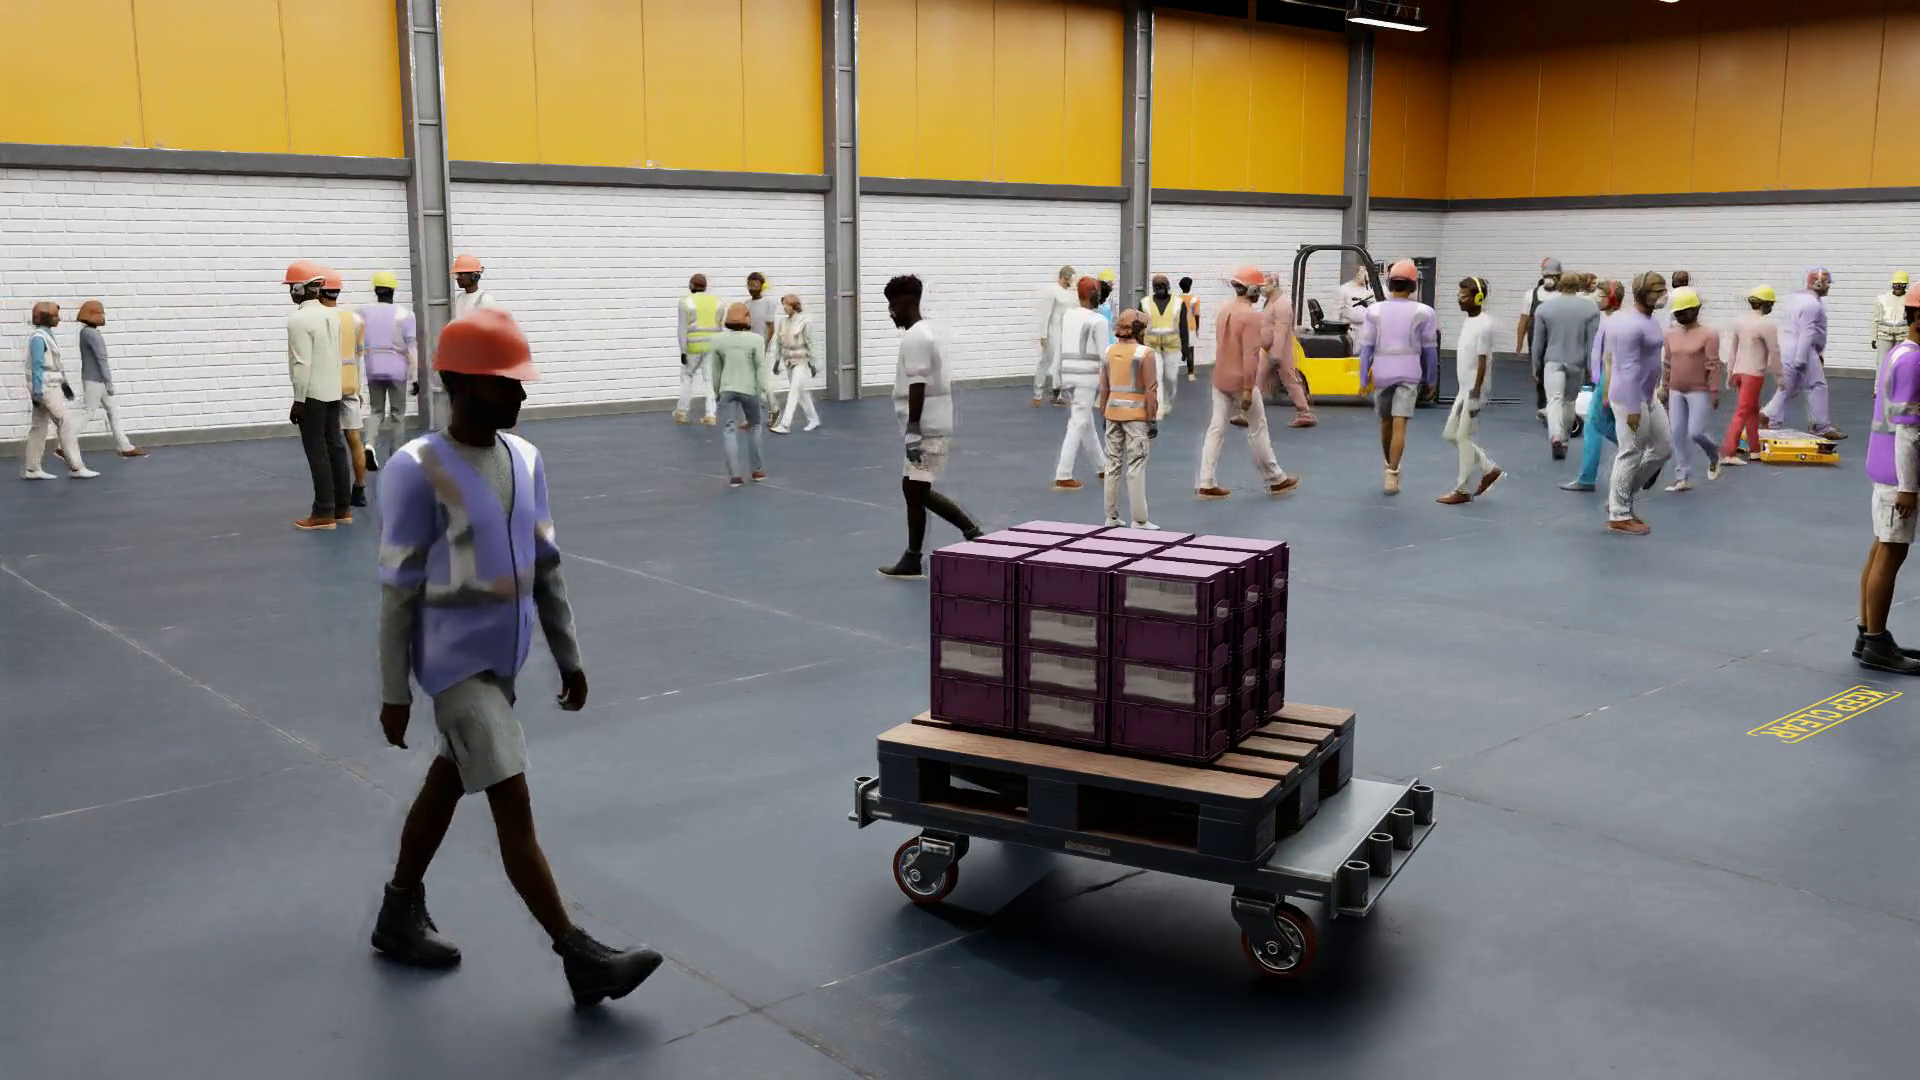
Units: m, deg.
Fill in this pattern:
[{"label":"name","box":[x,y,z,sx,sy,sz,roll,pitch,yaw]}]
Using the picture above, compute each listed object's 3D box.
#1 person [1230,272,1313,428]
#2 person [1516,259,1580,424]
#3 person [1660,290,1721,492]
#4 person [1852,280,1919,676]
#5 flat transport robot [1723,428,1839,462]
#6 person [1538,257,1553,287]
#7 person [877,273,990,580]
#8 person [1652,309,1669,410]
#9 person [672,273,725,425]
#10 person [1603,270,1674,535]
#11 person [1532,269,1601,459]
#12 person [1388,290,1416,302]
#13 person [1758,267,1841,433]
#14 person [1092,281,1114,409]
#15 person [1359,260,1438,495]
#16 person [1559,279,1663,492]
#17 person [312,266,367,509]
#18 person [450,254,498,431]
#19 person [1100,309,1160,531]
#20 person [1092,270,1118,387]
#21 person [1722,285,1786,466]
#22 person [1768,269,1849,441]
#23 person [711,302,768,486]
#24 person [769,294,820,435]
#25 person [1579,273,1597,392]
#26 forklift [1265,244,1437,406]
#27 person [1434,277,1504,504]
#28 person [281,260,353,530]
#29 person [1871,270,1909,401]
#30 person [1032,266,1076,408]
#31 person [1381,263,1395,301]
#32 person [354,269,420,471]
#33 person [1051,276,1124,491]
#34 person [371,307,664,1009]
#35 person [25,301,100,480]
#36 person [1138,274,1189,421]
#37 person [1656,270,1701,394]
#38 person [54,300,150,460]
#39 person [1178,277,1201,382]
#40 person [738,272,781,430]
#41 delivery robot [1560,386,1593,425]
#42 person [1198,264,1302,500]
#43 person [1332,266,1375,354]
[{"label":"person","box":[3.699,-2.218,19.530,1.025,1.837,0.661,-2,10,-9]},{"label":"person","box":[7.134,-2.442,20.239,0.708,2.000,1.042,7,12,34]},{"label":"person","box":[6.331,-1.279,14.336,0.570,1.737,0.529,-6,12,-33]},{"label":"person","box":[4.641,-0.319,8.129,0.384,1.930,0.547,5,11,25]},{"label":"flat transport robot","box":[8.259,-0.967,16.774,0.652,0.197,1.431,1,10,8]},{"label":"person","box":[10.823,-4.199,30.655,0.609,1.995,0.375,-7,12,-35]},{"label":"person","box":[-0.147,-0.691,10.343,0.729,1.924,0.668,1,10,5]},{"label":"person","box":[8.930,-2.499,21.891,0.774,1.592,0.535,8,12,39]},{"label":"person","box":[-3.193,-2.308,20.130,0.642,1.804,0.870,-7,12,-34]},{"label":"person","box":[4.931,-0.983,12.040,0.448,1.919,0.649,7,12,37]},{"label":"person","box":[6.081,-1.765,16.730,0.638,1.903,0.979,3,10,17]},{"label":"person","box":[6.357,-3.022,24.074,0.531,1.896,0.675,-5,11,-25]},{"label":"person","box":[9.564,-2.146,18.916,0.949,1.914,0.628,2,10,11]},{"label":"person","box":[1.884,-2.600,22.162,0.318,1.699,0.535,-1,10,-3]},{"label":"person","box":[3.794,-1.409,14.372,0.631,1.982,1.067,5,11,25]},{"label":"person","box":[5.593,-1.302,14.179,0.744,1.825,0.576,6,11,30]},{"label":"person","box":[-5.003,-1.205,13.284,0.347,1.942,0.544,6,11,31]},{"label":"person","box":[-4.789,-1.786,16.388,0.609,2.044,0.395,9,13,43]},{"label":"person","box":[1.240,-0.875,12.241,0.314,1.639,0.514,-9,13,-43]},{"label":"person","box":[2.229,-3.241,25.636,0.404,1.808,0.661,0,10,-3]},{"label":"person","box":[7.733,-1.580,16.067,0.783,1.737,0.539,-2,10,-9]},{"label":"person","box":[9.357,-2.010,18.216,0.891,1.871,0.674,2,10,11]},{"label":"person","box":[-1.930,-1.303,14.794,0.523,1.608,0.670,1,10,8]},{"label":"person","box":[-1.886,-2.009,19.009,0.534,1.589,0.878,8,13,40]},{"label":"person","box":[8.674,-2.822,23.212,0.995,1.793,0.527,1,10,7]},{"label":"forklift","box":[5.256,-2.933,22.661,2.313,2.155,1.214,3,10,16]},{"label":"person","box":[4.164,-1.205,13.524,0.491,1.855,0.556,0,10,1]},{"label":"person","box":[-4.799,-1.072,12.352,0.397,1.992,0.623,1,10,8]},{"label":"person","box":[13.030,-2.837,23.182,0.592,1.826,0.403,6,12,33]},{"label":"person","box":[1.258,-2.724,22.338,0.497,1.896,0.702,7,12,37]},{"label":"person","box":[6.976,-3.506,26.879,0.603,1.899,0.609,-2,10,-11]},{"label":"person","box":[-5.321,-1.542,15.366,0.597,1.912,0.584,0,10,0]},{"label":"person","box":[1.157,-1.358,14.472,0.949,1.835,0.615,-7,12,-35]},{"label":"person","box":[-1.272,0.318,4.535,1.046,1.877,0.560,4,11,23]},{"label":"person","box":[-8.138,-1.339,15.012,0.729,1.606,0.532,-4,11,-23]},{"label":"person","box":[2.525,-2.409,20.745,0.640,1.816,0.734,1,10,7]},{"label":"person","box":[10.464,-3.005,24.156,0.637,1.826,0.698,-3,10,-18]},{"label":"person","box":[-8.556,-1.566,16.419,0.856,1.591,0.516,-7,12,-35]},{"label":"person","box":[3.625,-3.400,26.875,0.530,1.691,0.321,4,10,21]},{"label":"person","box":[-2.355,-2.198,19.383,0.521,1.844,0.548,6,11,29]},{"label":"delivery robot","box":[7.031,-1.486,18.709,0.707,0.478,0.477,0,10,-2]},{"label":"person","box":[2.409,-1.312,13.885,0.999,1.941,0.635,-5,11,-28]},{"label":"person","box":[6.257,-3.356,26.137,0.684,1.850,0.969,-2,10,-13]}]
